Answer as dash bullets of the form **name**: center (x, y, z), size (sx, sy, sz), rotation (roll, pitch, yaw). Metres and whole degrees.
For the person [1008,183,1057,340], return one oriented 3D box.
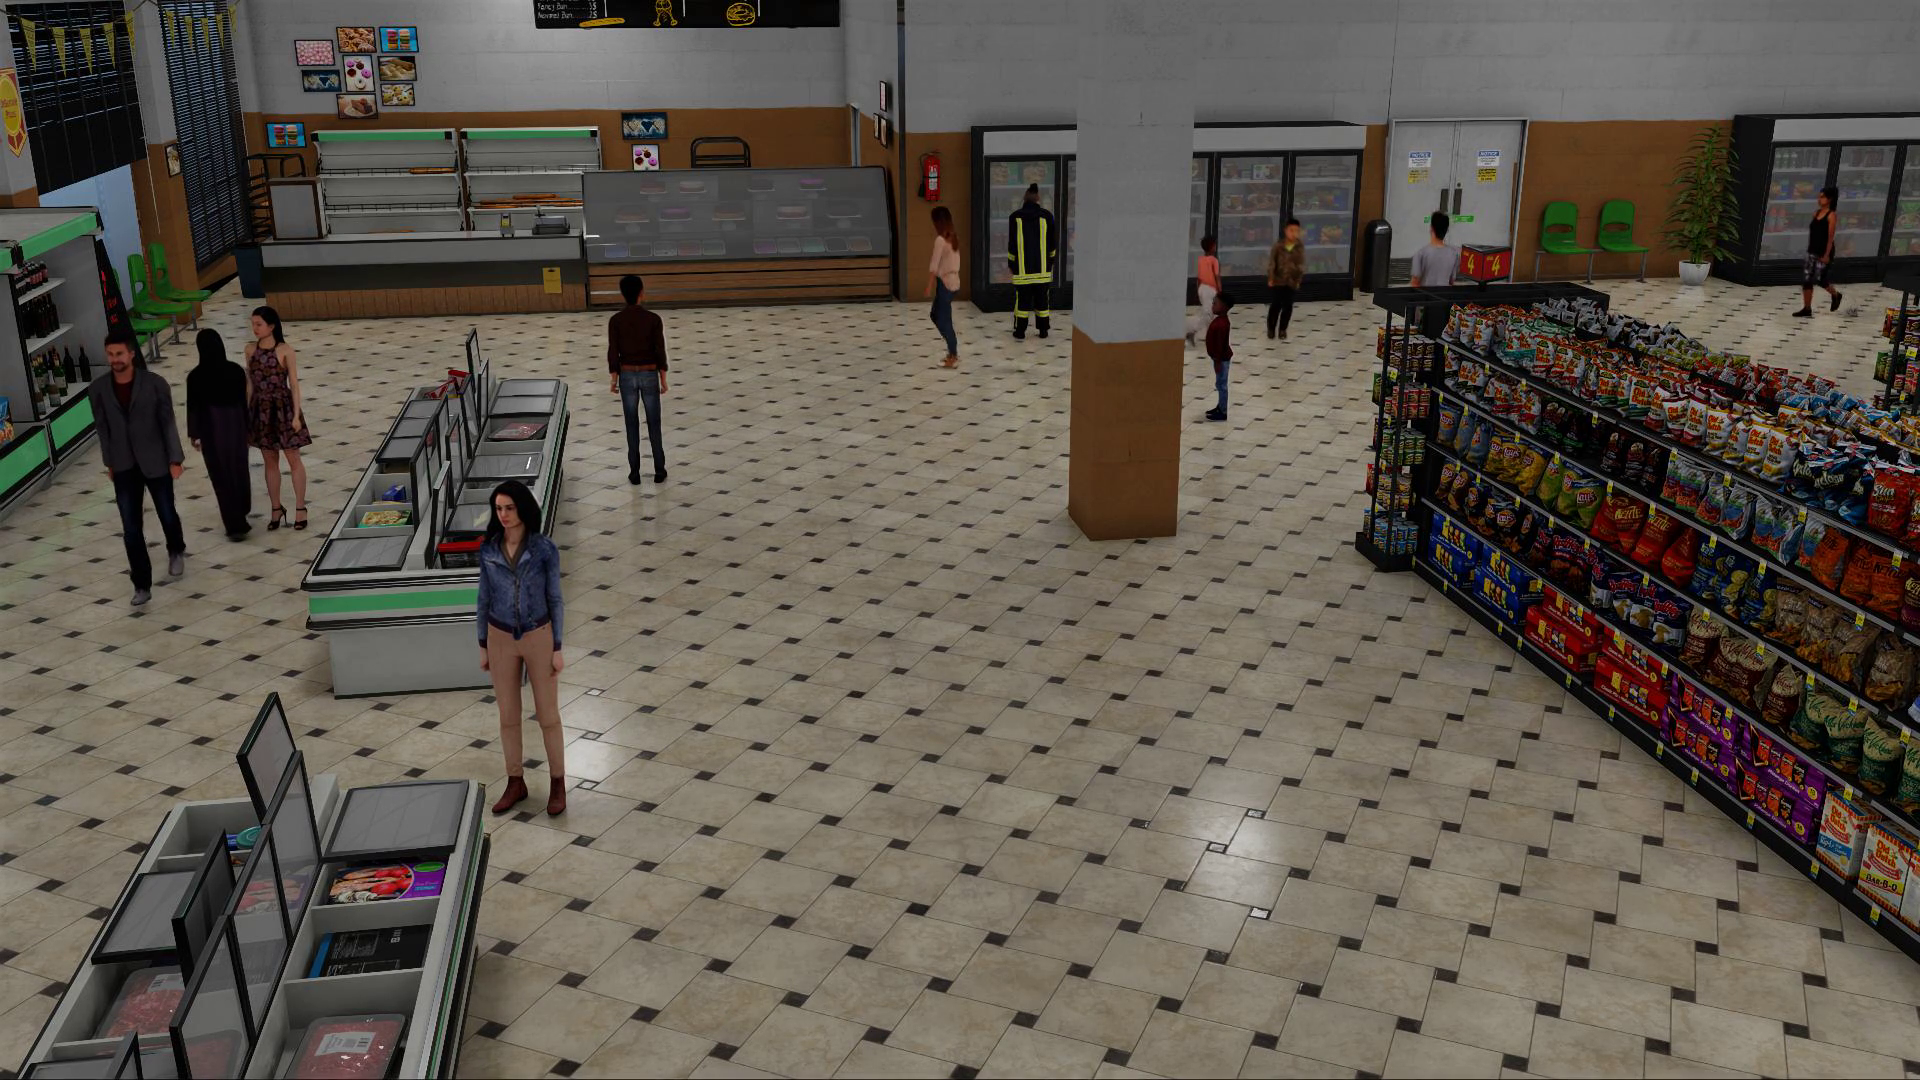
- **person**: center (0.851, -3.341, 19.885), size (0.749, 1.860, 0.682), rotation (-2, 19, -6)

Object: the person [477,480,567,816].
- **person**: center (-2.225, 0.548, 8.486), size (0.663, 1.775, 0.656), rotation (2, 19, 5)

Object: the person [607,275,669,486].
- **person**: center (-2.725, -1.360, 14.140), size (0.641, 1.777, 0.498), rotation (-3, 19, -9)

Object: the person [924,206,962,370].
- **person**: center (-0.063, -2.750, 18.268), size (0.763, 1.774, 0.679), rotation (6, 20, 18)

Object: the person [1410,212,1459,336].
- **person**: center (4.841, -2.363, 16.978), size (0.697, 1.864, 0.965), rotation (-4, 19, -10)

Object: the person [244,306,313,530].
- **person**: center (-5.304, -0.943, 12.905), size (0.731, 1.775, 0.746), rotation (1, 19, 4)

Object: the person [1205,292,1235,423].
- **person**: center (2.561, -1.799, 16.259), size (0.619, 1.255, 0.519), rotation (4, 19, 11)

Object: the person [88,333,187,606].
- **person**: center (-5.672, -0.526, 11.582), size (0.783, 1.831, 1.211), rotation (-5, 19, -14)

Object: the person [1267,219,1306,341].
- **person**: center (3.883, -3.121, 19.896), size (0.603, 1.437, 0.600), rotation (1, 19, 2)

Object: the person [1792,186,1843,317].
- **person**: center (10.985, -3.644, 21.106), size (0.664, 1.653, 0.764), rotation (-4, 19, -12)

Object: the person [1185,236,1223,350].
- **person**: center (2.859, -2.885, 19.408), size (0.727, 1.301, 0.876), rotation (-10, 21, -27)

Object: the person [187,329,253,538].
- **person**: center (-5.666, -0.821, 12.797), size (0.916, 1.614, 1.123), rotation (-14, 23, -35)
